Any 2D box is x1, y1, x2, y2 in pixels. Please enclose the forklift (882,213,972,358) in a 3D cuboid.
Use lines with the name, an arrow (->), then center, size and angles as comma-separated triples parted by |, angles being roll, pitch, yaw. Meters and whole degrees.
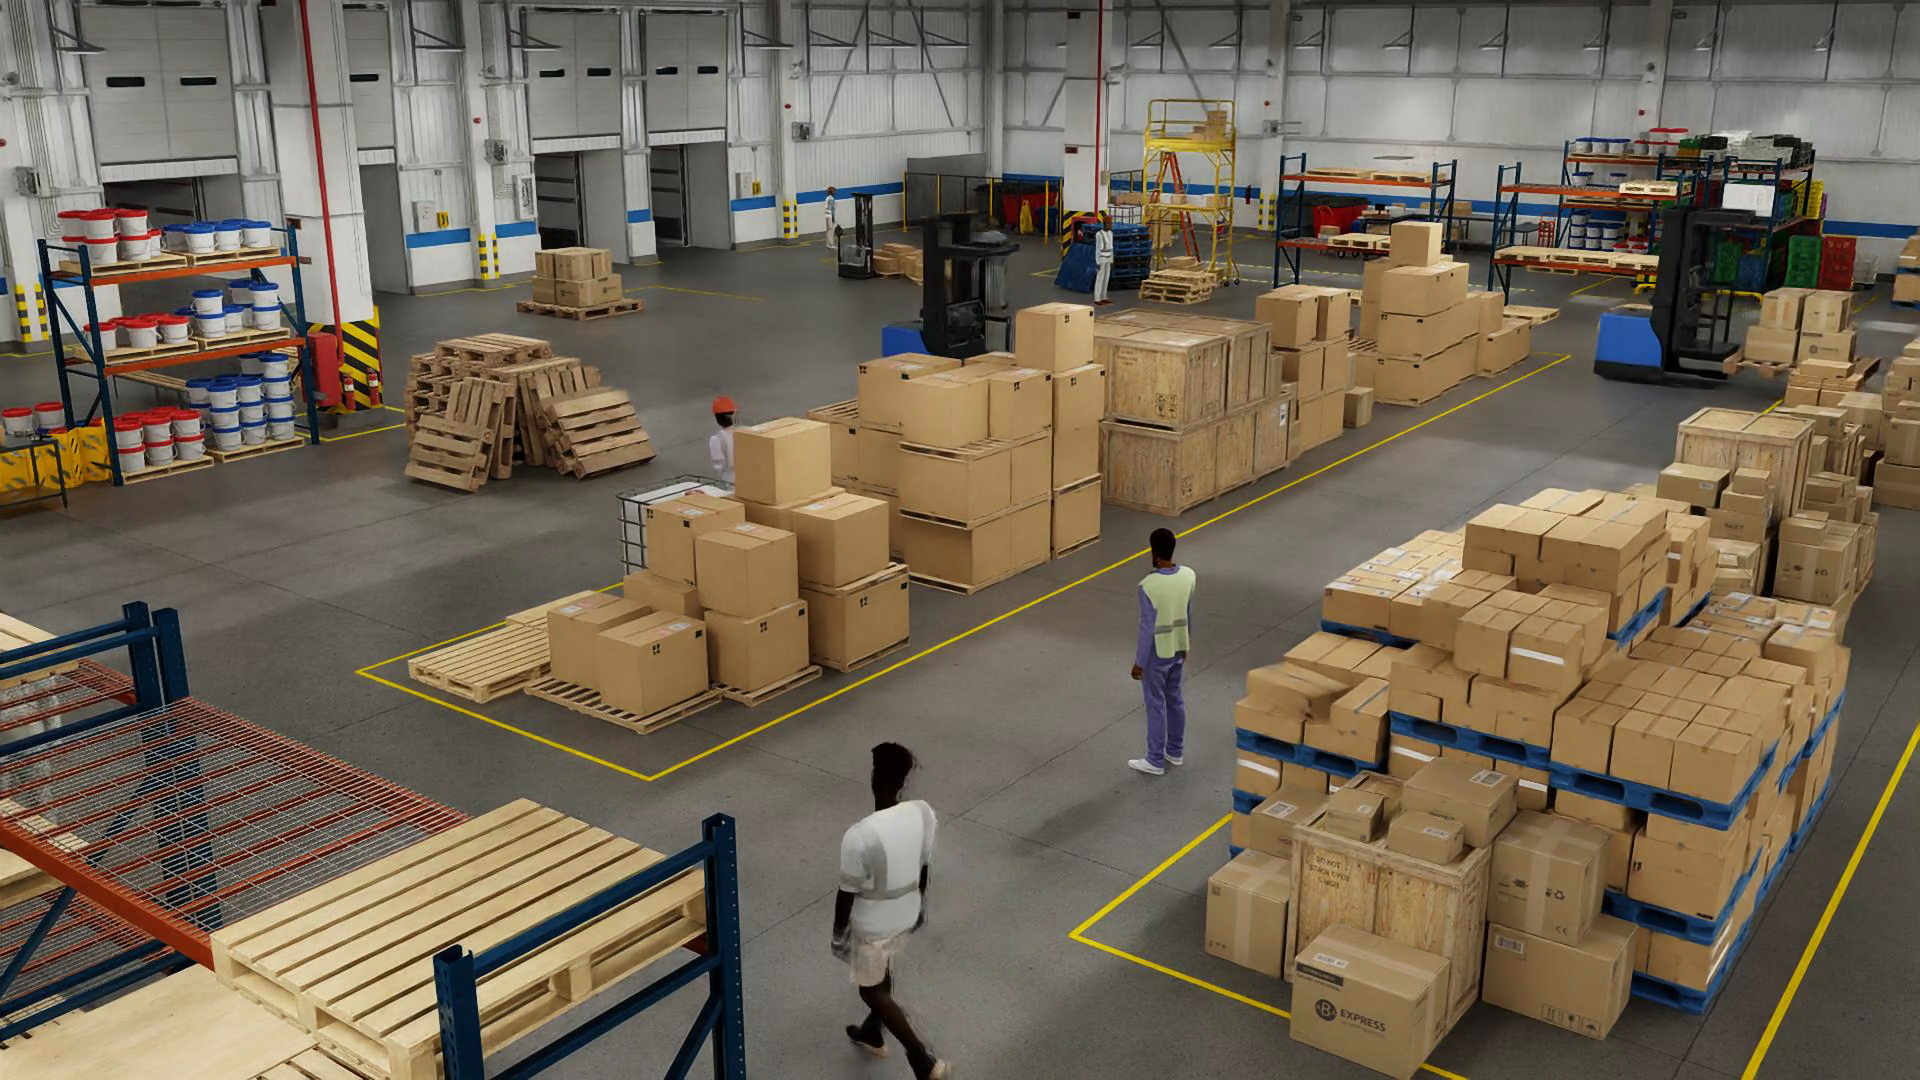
forklift -> -0.224, -3.638, 25.821 | 1.873, 2.768, 1.129 | 12, 21, 35

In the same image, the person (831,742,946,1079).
person -> -0.366, 1.995, 8.817 | 0.870, 1.931, 0.621 | 15, 22, 41

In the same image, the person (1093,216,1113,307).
person -> 3.014, -5.834, 34.813 | 0.339, 1.878, 0.569 | 12, 21, 35

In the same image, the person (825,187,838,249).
person -> -3.444, -8.590, 44.337 | 0.315, 1.636, 0.515 | -5, 18, -17

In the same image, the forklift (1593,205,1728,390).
forklift -> 11.510, -3.992, 26.993 | 1.873, 2.768, 1.129 | 12, 21, 35

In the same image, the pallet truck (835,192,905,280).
pallet truck -> -1.936, -7.159, 38.982 | 1.885, 1.965, 0.823 | -12, 21, -34

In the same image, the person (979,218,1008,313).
person -> 0.709, -5.631, 34.076 | 0.651, 1.928, 0.668 | 6, 18, 19

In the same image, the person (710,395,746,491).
person -> -2.360, -0.564, 17.393 | 0.546, 1.894, 0.943 | -15, 22, -40

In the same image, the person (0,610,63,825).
person -> -6.233, 1.348, 10.926 | 0.627, 1.934, 0.370 | -8, 19, -25

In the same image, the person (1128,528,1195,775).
person -> 1.543, 0.843, 12.622 | 0.598, 1.916, 0.375 | -16, 23, -43
